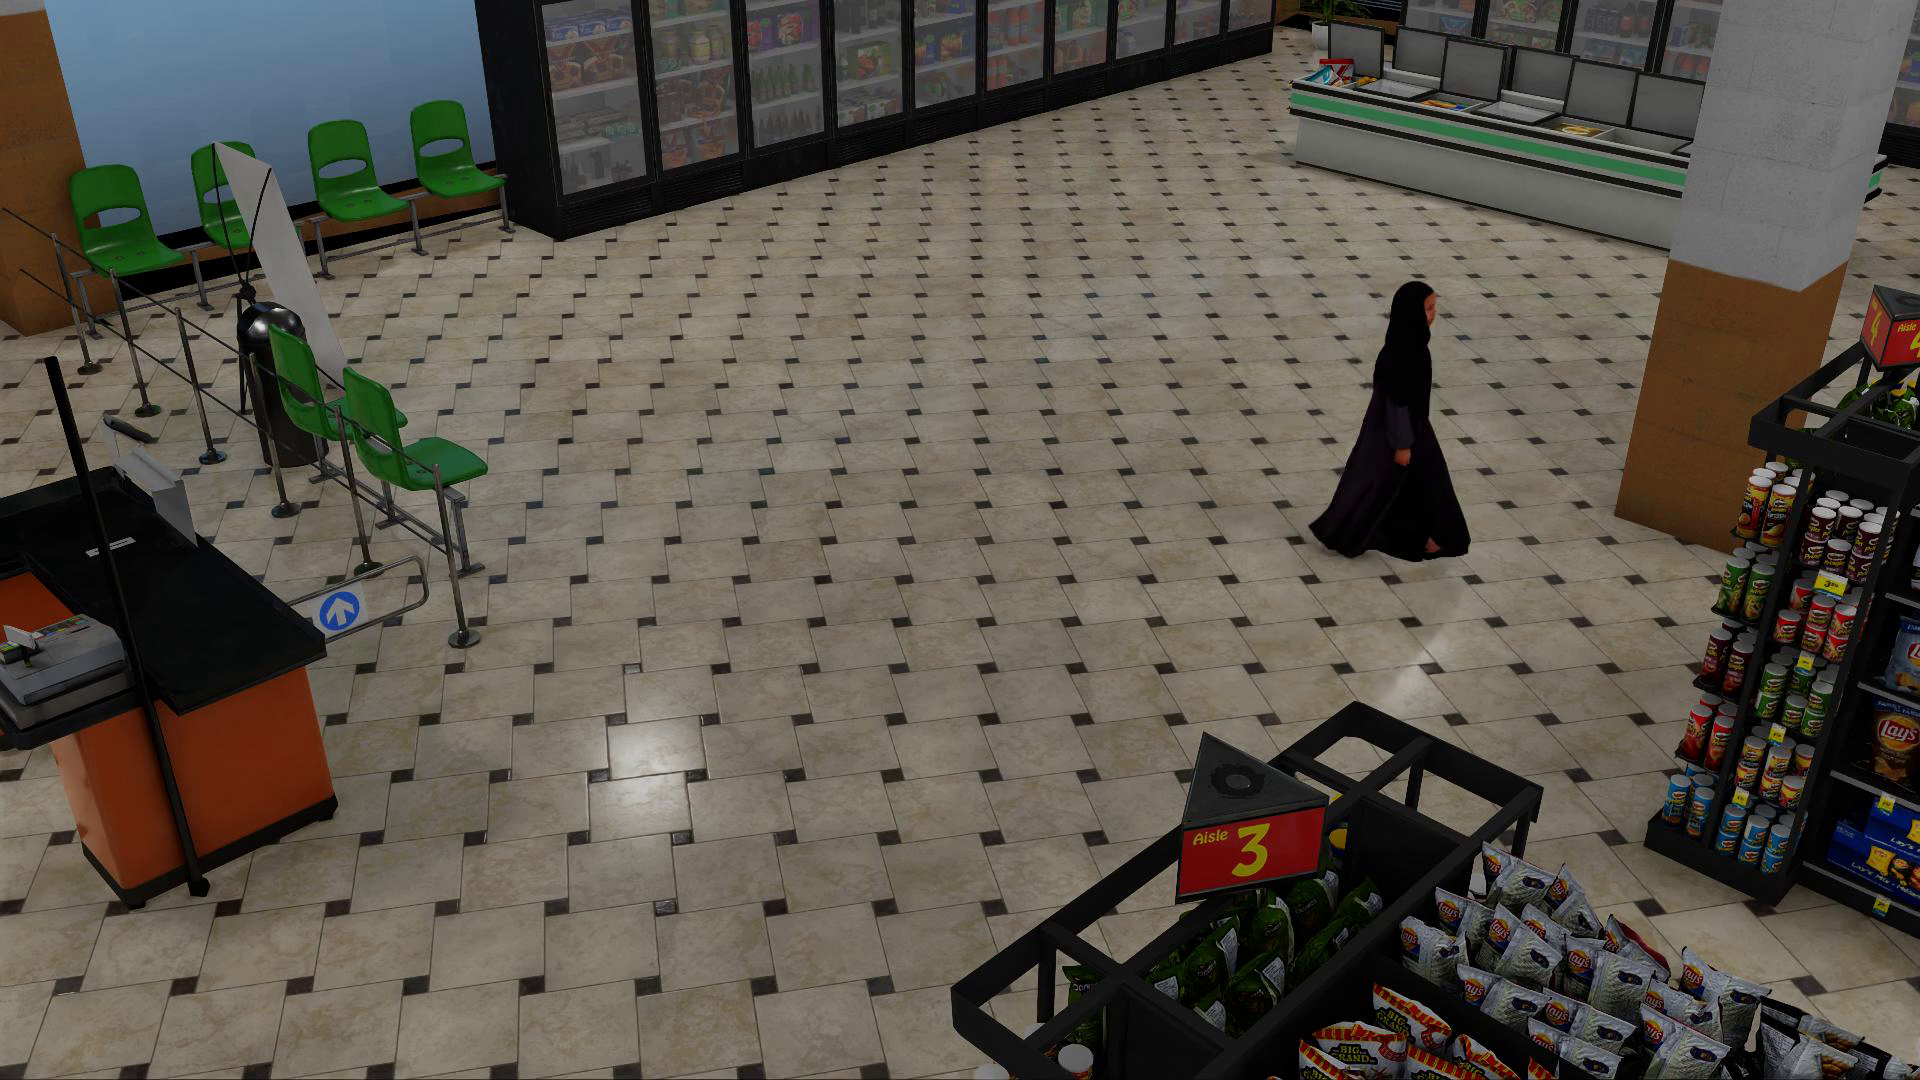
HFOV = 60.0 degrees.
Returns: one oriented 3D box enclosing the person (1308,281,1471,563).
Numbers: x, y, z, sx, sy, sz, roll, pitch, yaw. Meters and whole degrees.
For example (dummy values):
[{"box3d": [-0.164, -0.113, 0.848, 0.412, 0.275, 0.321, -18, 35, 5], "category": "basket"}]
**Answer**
[{"box3d": [2.258, -0.627, 8.909, 1.168, 1.611, 0.827, 15, 32, 26], "category": "person"}]
